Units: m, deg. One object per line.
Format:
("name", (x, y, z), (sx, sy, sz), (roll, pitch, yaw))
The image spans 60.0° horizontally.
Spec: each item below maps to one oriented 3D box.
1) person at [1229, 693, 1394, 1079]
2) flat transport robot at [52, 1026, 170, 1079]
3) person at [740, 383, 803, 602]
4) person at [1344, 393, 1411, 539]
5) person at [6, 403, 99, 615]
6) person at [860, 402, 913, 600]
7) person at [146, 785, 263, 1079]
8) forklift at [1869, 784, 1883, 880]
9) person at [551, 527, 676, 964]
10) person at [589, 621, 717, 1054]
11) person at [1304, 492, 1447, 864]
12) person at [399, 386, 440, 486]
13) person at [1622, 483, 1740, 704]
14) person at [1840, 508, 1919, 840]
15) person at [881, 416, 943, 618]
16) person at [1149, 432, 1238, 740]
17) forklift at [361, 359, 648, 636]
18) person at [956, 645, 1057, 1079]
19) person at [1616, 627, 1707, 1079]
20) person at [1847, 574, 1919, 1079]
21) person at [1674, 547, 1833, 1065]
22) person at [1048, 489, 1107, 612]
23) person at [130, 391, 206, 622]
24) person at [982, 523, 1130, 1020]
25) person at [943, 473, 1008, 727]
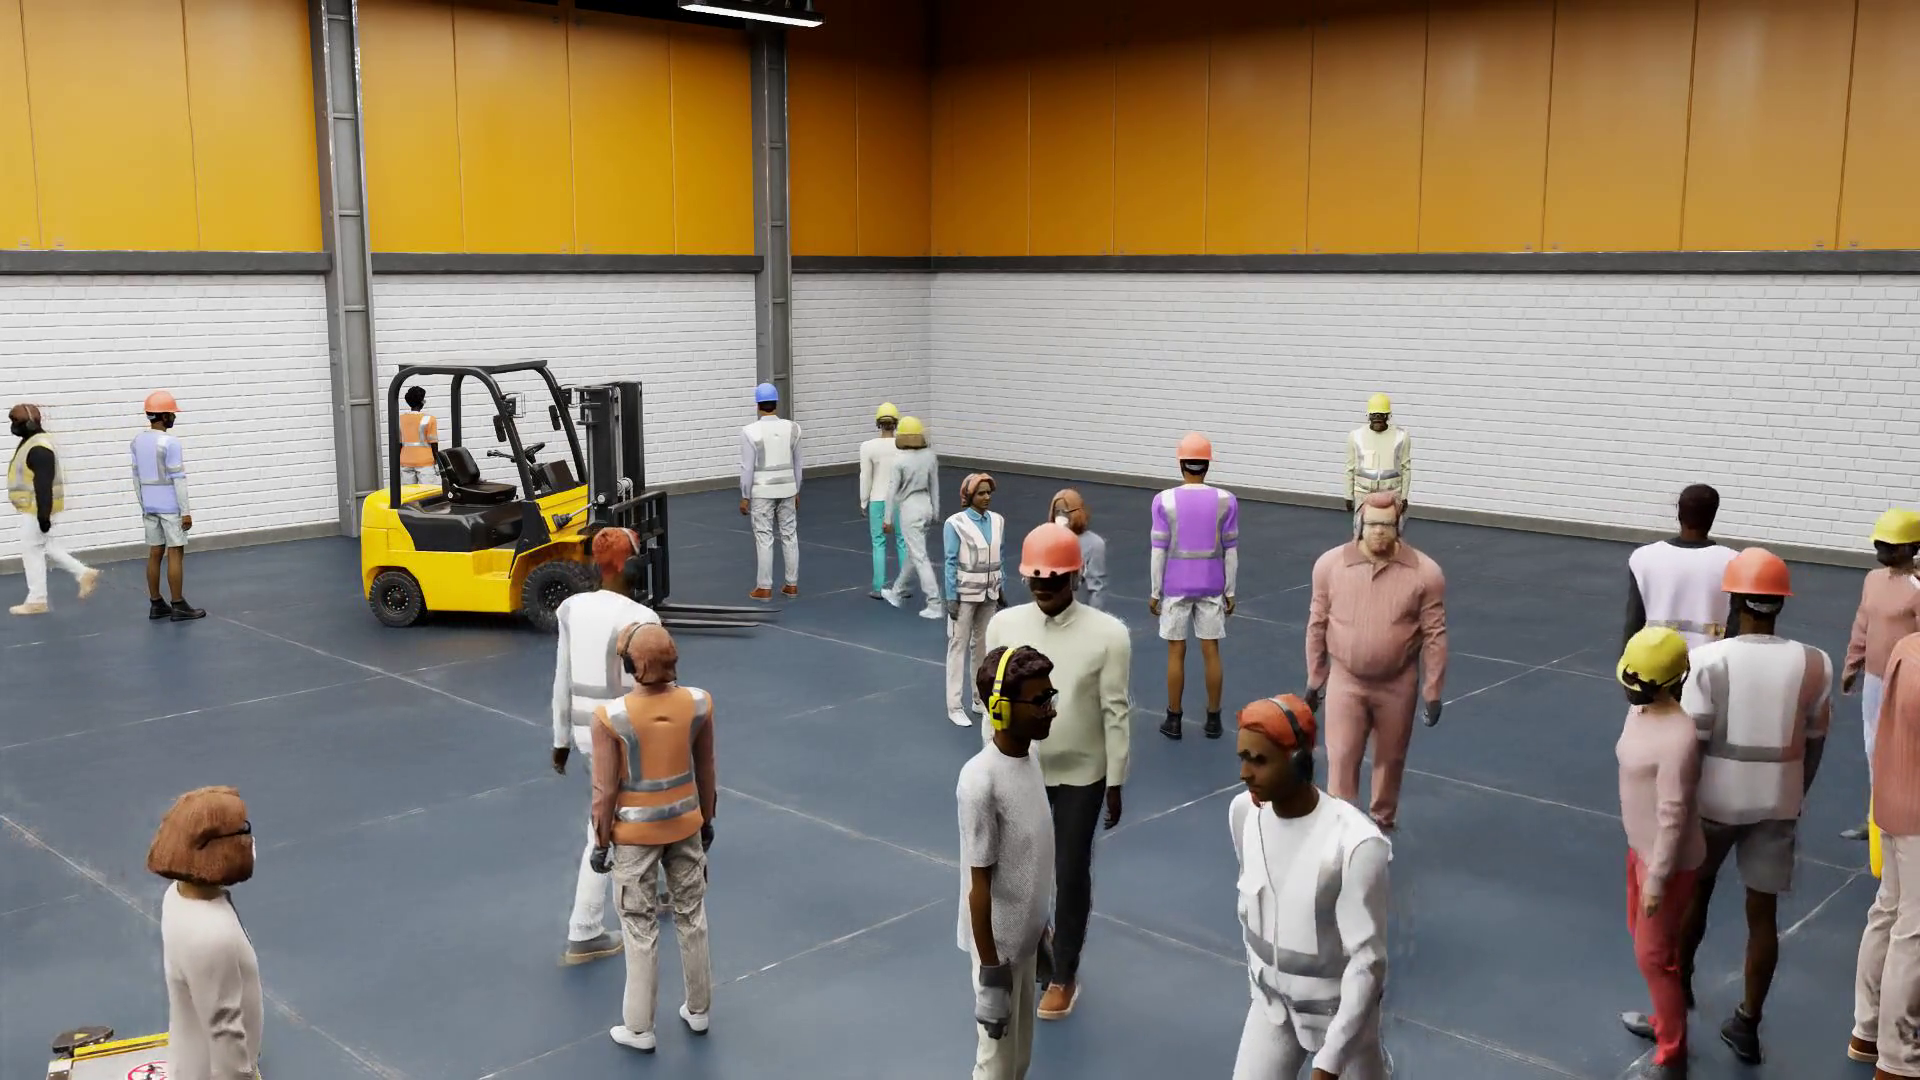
("person", (1.059, 1.292, 4.674), (0.905, 1.839, 0.595), (-7, 12, -37))
("flat transport robot", (-2.652, 1.933, 5.472), (0.652, 0.197, 1.431), (-4, 10, -25))
("person", (-1.681, -0.421, 14.795), (0.603, 1.942, 0.402), (-6, 11, -32))
("person", (3.823, -0.436, 15.261), (0.594, 1.824, 0.403), (2, 9, 12))
("person", (-7.850, -0.276, 14.285), (0.629, 1.818, 0.634), (-6, 11, -31))
("person", (-0.640, -0.346, 14.882), (0.532, 1.765, 0.328), (-2, 9, -12))
("person", (-2.007, 1.437, 4.382), (0.705, 1.609, 0.506), (-5, 10, -28))
("forklift", (5.205, 0.723, 7.013), (2.313, 2.155, 1.214), (9, 13, 43))
("person", (-1.415, 0.853, 7.298), (0.615, 1.830, 0.975), (7, 12, 37))
("person", (-1.153, 1.117, 6.297), (0.525, 1.636, 0.307), (-7, 12, -37))
("person", (1.993, 0.719, 8.017), (0.673, 1.871, 0.880), (2, 10, 15))
("person", (-5.861, -0.818, 18.001), (0.532, 1.694, 0.320), (3, 10, 19))
("person", (3.651, 0.657, 8.407), (0.597, 1.883, 0.836), (5, 10, 27))
("person", (4.720, 0.705, 8.463), (0.372, 1.750, 0.541), (-1, 9, -5))
("person", (-0.425, -0.207, 14.220), (0.502, 1.691, 0.896), (-9, 13, -42))
("person", (1.460, 0.289, 10.463), (0.551, 1.932, 0.378), (0, 9, -1))
("forklift", (-3.850, -0.407, 13.936), (2.313, 2.155, 1.214), (2, 9, 11))
("person", (0.165, 1.224, 4.929), (0.328, 1.872, 0.513), (3, 10, 18))
("person", (2.508, 1.124, 5.992), (0.442, 1.720, 0.647), (2, 9, 9))
("person", (3.466, 0.998, 5.931), (0.395, 1.992, 0.622), (2, 10, 15))
("person", (2.995, 0.970, 6.400), (0.555, 1.903, 0.857), (2, 9, 11))
("person", (0.656, 0.494, 10.175), (0.516, 1.608, 0.648), (6, 11, 33))
("person", (-6.658, -0.284, 13.967), (0.553, 1.935, 0.361), (4, 10, 25))
("person", (0.367, 0.908, 6.554), (0.615, 1.980, 0.423), (3, 10, 17))
("person", (0.099, 0.378, 10.816), (0.513, 1.642, 0.311), (-9, 13, -42))
